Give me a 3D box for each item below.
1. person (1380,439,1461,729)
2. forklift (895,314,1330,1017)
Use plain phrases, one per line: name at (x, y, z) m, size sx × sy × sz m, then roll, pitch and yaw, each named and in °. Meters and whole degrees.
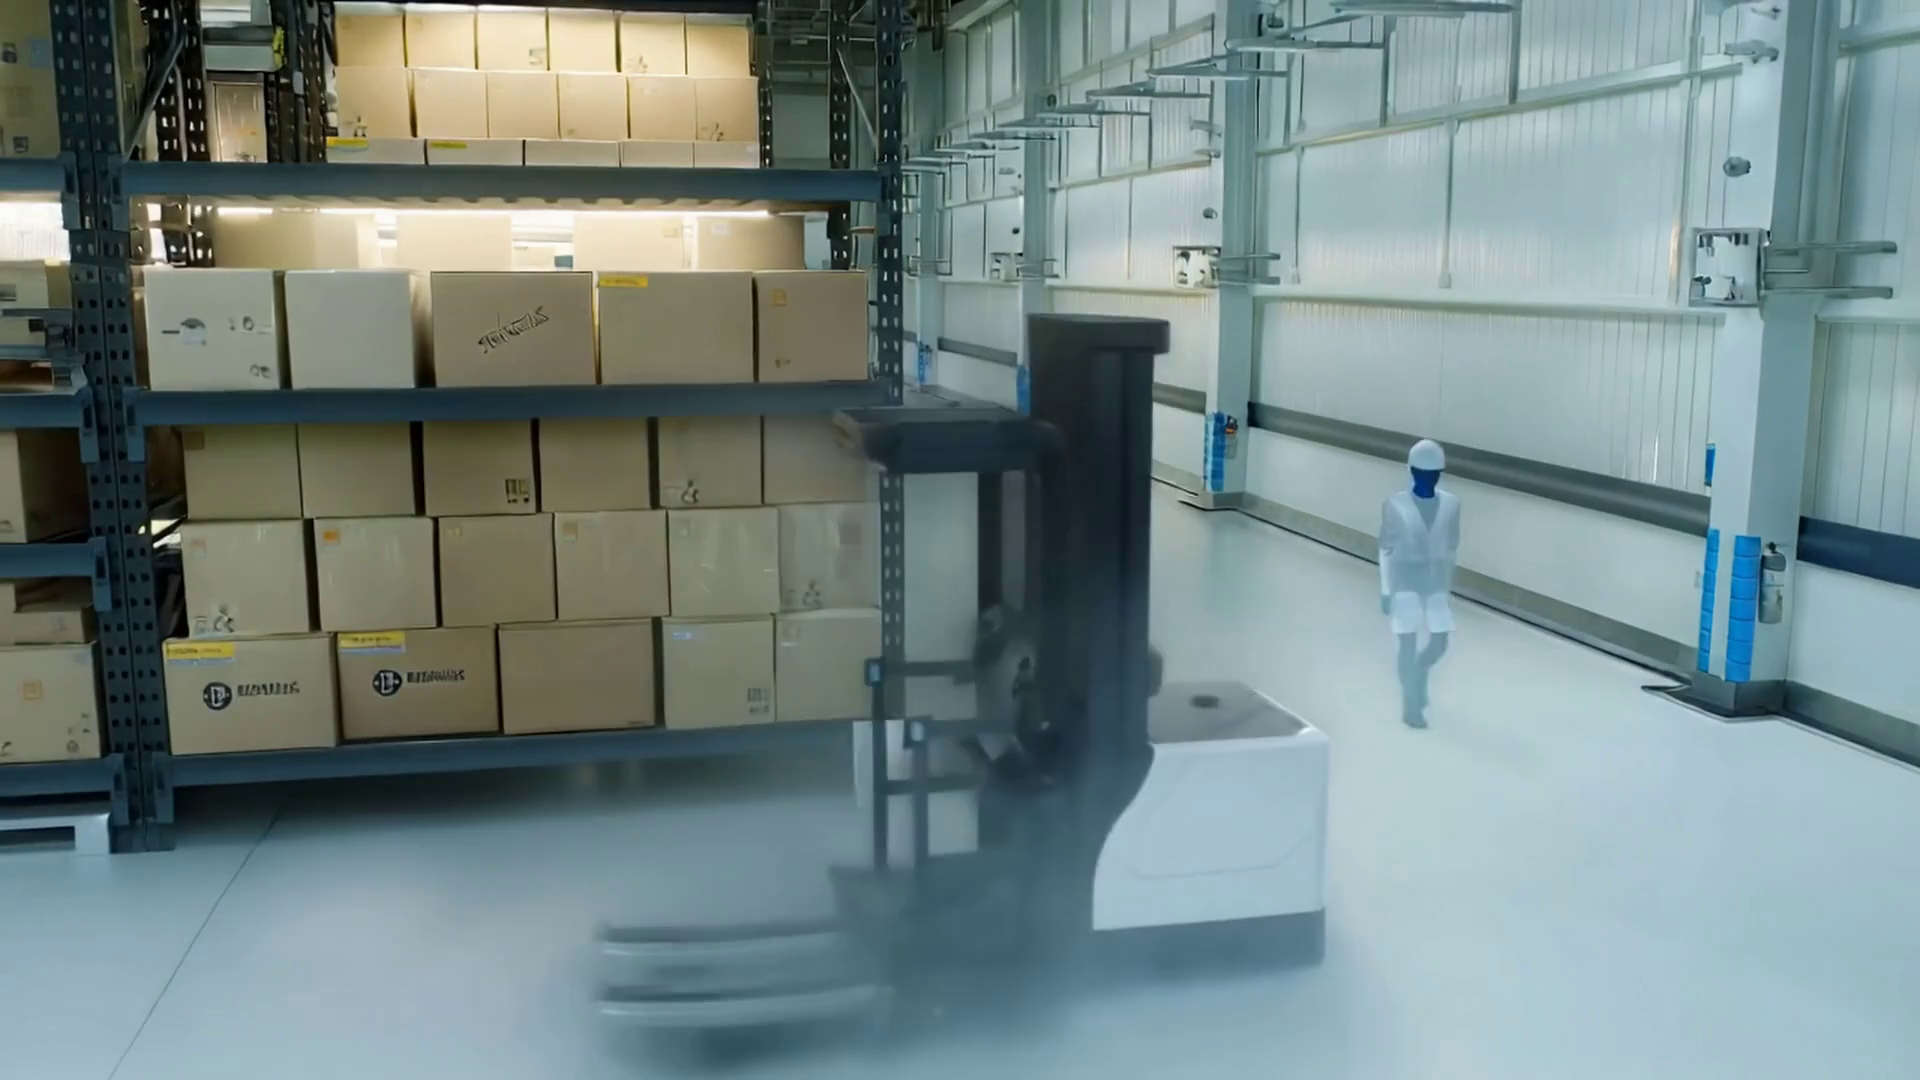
person at (3.028, 0.280, 11.010) m, size 0.552 × 1.922 × 0.474 m, roll -1°, pitch 9°, yaw -3°
forklift at (0.562, 0.433, 7.163) m, size 1.873 × 2.768 × 1.129 m, roll -2°, pitch 10°, yaw -12°
